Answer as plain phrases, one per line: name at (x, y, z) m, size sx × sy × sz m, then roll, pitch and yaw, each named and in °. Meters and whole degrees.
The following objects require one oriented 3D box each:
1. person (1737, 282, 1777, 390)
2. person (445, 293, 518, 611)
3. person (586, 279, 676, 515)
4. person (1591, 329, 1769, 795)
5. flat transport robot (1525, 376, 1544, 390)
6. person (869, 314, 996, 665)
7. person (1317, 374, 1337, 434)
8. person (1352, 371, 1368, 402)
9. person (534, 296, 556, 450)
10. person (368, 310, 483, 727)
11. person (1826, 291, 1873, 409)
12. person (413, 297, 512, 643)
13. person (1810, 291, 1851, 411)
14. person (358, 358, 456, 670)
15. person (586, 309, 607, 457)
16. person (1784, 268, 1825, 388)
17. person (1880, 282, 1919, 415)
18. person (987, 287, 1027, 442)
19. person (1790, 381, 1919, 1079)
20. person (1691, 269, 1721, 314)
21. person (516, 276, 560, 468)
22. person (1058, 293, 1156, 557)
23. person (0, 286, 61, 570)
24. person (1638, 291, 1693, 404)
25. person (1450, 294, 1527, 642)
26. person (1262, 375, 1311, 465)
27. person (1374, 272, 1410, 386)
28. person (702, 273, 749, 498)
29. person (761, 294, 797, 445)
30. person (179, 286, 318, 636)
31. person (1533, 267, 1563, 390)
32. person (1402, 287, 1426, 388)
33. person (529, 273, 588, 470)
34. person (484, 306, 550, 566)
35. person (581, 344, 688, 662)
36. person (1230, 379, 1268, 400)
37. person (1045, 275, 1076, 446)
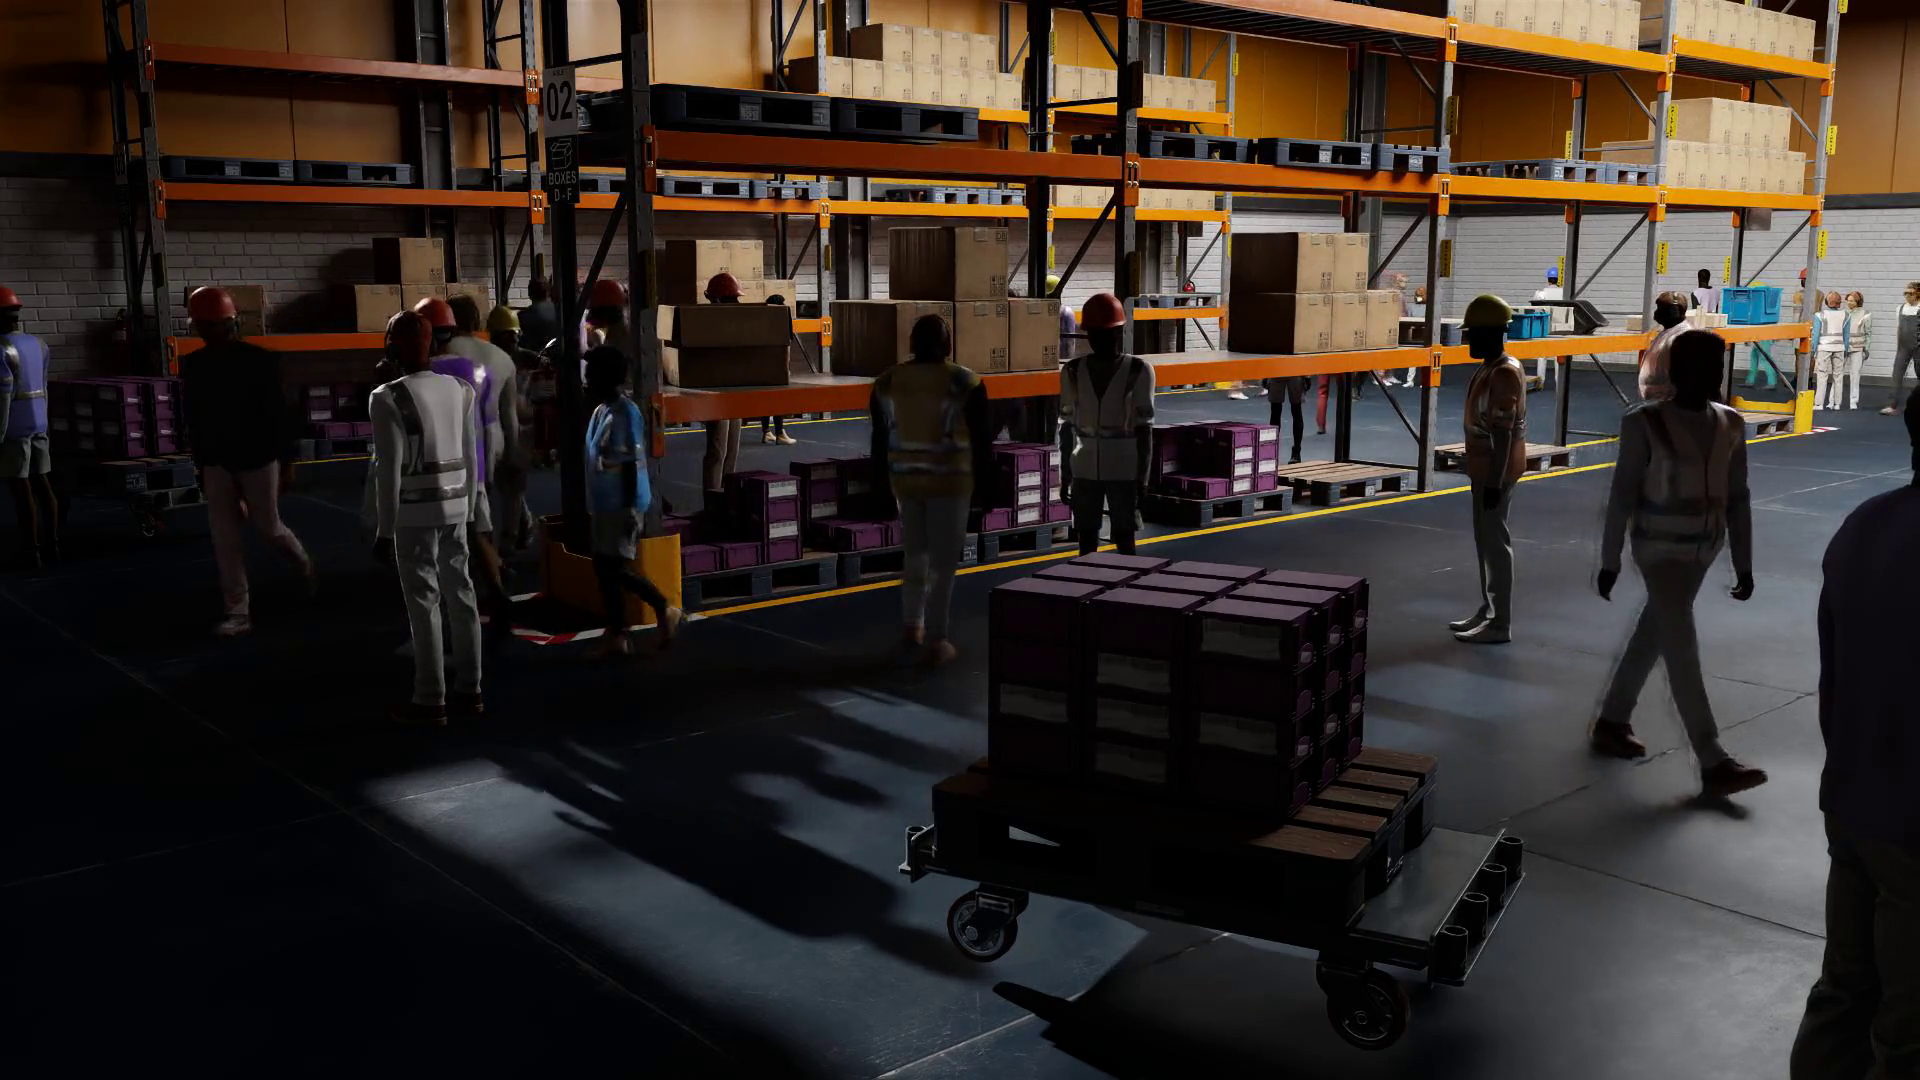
person at (12.713, -3.251, 26.511) m, size 0.528 × 1.710 × 0.798 m, roll -8°, pitch 13°, yaw -39°
person at (-2.828, -0.484, 9.751) m, size 0.670 × 1.914 × 0.645 m, roll 8°, pitch 13°, yaw 40°
person at (-2.432, -0.920, 12.150) m, size 0.567 × 1.962 × 0.654 m, roll -4°, pitch 11°, yaw -24°
person at (2.948, 0.069, 6.748) m, size 0.600 × 1.827 × 1.010 m, roll -4°, pitch 10°, yaw -20°
flat transport robot at (8.665, -2.460, 26.114) m, size 0.652 × 0.197 × 1.431 m, roll 6°, pitch 11°, yaw 32°
person at (-0.125, -0.270, 8.777) m, size 0.626 × 1.823 × 0.597 m, roll 4°, pitch 10°, yaw 21°
person at (4.456, -2.125, 19.819) m, size 0.529 × 1.759 × 0.367 m, roll 4°, pitch 11°, yaw 24°
person at (5.835, -3.005, 24.378) m, size 0.648 × 1.962 × 0.482 m, roll 0°, pitch 10°, yaw 2°
person at (-4.520, -1.888, 18.200) m, size 0.404 × 1.834 × 0.592 m, roll -8°, pitch 12°, yaw -38°
person at (-2.422, -0.095, 7.552) m, size 0.357 × 1.884 × 0.574 m, roll 6°, pitch 11°, yaw 29°
person at (12.384, -2.636, 23.153) m, size 0.513 × 1.637 × 0.313 m, roll 7°, pitch 12°, yaw 36°
person at (-2.747, -0.358, 9.048) m, size 0.547 × 1.910 × 0.784 m, roll -6°, pitch 12°, yaw -33°
person at (11.940, -2.584, 22.839) m, size 0.515 × 1.642 × 0.314 m, roll 0°, pitch 10°, yaw 2°
person at (-2.835, -0.131, 8.533) m, size 0.580 × 1.608 × 0.525 m, roll 3°, pitch 10°, yaw 16°
person at (-3.773, -1.661, 17.504) m, size 0.365 × 1.628 × 0.520 m, roll -4°, pitch 11°, yaw -23°
person at (13.601, -3.409, 26.799) m, size 0.544 × 1.939 × 0.354 m, roll -3°, pitch 10°, yaw -18°
person at (12.793, -2.564, 22.323) m, size 1.019 × 1.786 × 0.526 m, roll -6°, pitch 11°, yaw -29°
person at (0.311, -1.124, 13.577) m, size 0.797 × 1.877 × 0.654 m, roll -8°, pitch 13°, yaw -41°
person at (1.927, 0.600, 3.327) m, size 0.373 × 1.940 × 0.629 m, roll 0°, pitch 10°, yaw 1°
person at (12.087, -3.440, 27.049) m, size 0.590 × 1.916 × 0.398 m, roll -5°, pitch 11°, yaw -26°
person at (-4.167, -1.672, 16.660) m, size 0.650 × 1.923 × 0.444 m, roll -8°, pitch 13°, yaw -40°
person at (0.778, -0.366, 9.016) m, size 0.542 × 1.930 × 0.380 m, roll 4°, pitch 10°, yaw 21°
person at (-6.411, -0.755, 11.291) m, size 0.371 × 1.928 × 0.543 m, roll 1°, pitch 10°, yaw 4°
person at (5.739, -1.095, 13.531) m, size 0.430 × 1.845 × 0.619 m, roll 1°, pitch 10°, yaw 8°
person at (2.912, -0.390, 9.197) m, size 0.398 × 1.919 × 0.582 m, roll 1°, pitch 10°, yaw 6°
person at (3.313, -1.710, 16.850) m, size 0.543 × 1.939 × 0.360 m, roll 6°, pitch 11°, yaw 30°
person at (7.092, -3.446, 27.240) m, size 0.597 × 1.863 × 0.655 m, roll 1°, pitch 10°, yaw 6°
person at (-1.813, -1.050, 12.822) m, size 0.377 × 1.995 × 0.612 m, roll 3°, pitch 10°, yaw 16°
person at (-2.089, -1.920, 18.783) m, size 0.322 × 1.697 × 0.535 m, roll -8°, pitch 12°, yaw -38°
person at (-4.072, -0.470, 9.539) m, size 0.664 × 1.958 × 0.827 m, roll 1°, pitch 10°, yaw 8°
person at (9.379, -3.345, 26.391) m, size 0.608 × 1.946 × 0.406 m, roll 2°, pitch 10°, yaw 11°
person at (7.443, -3.282, 26.947) m, size 0.497 × 1.632 × 0.289 m, roll 7°, pitch 12°, yaw 37°
person at (-3.890, -1.665, 16.438) m, size 1.062 × 1.985 × 0.634 m, roll -1°, pitch 10°, yaw -6°
person at (-3.178, -0.759, 11.738) m, size 0.598 × 1.792 × 0.936 m, roll 2°, pitch 10°, yaw 13°
person at (-1.760, -0.188, 8.723) m, size 0.452 × 1.672 × 0.565 m, roll -6°, pitch 11°, yaw -30°
person at (4.418, -3.016, 24.742) m, size 1.020 × 1.849 × 0.650 m, roll -5°, pitch 11°, yaw -28°
person at (1.011, -1.879, 17.894) m, size 0.374 × 1.920 × 0.585 m, roll -5°, pitch 11°, yaw -29°
